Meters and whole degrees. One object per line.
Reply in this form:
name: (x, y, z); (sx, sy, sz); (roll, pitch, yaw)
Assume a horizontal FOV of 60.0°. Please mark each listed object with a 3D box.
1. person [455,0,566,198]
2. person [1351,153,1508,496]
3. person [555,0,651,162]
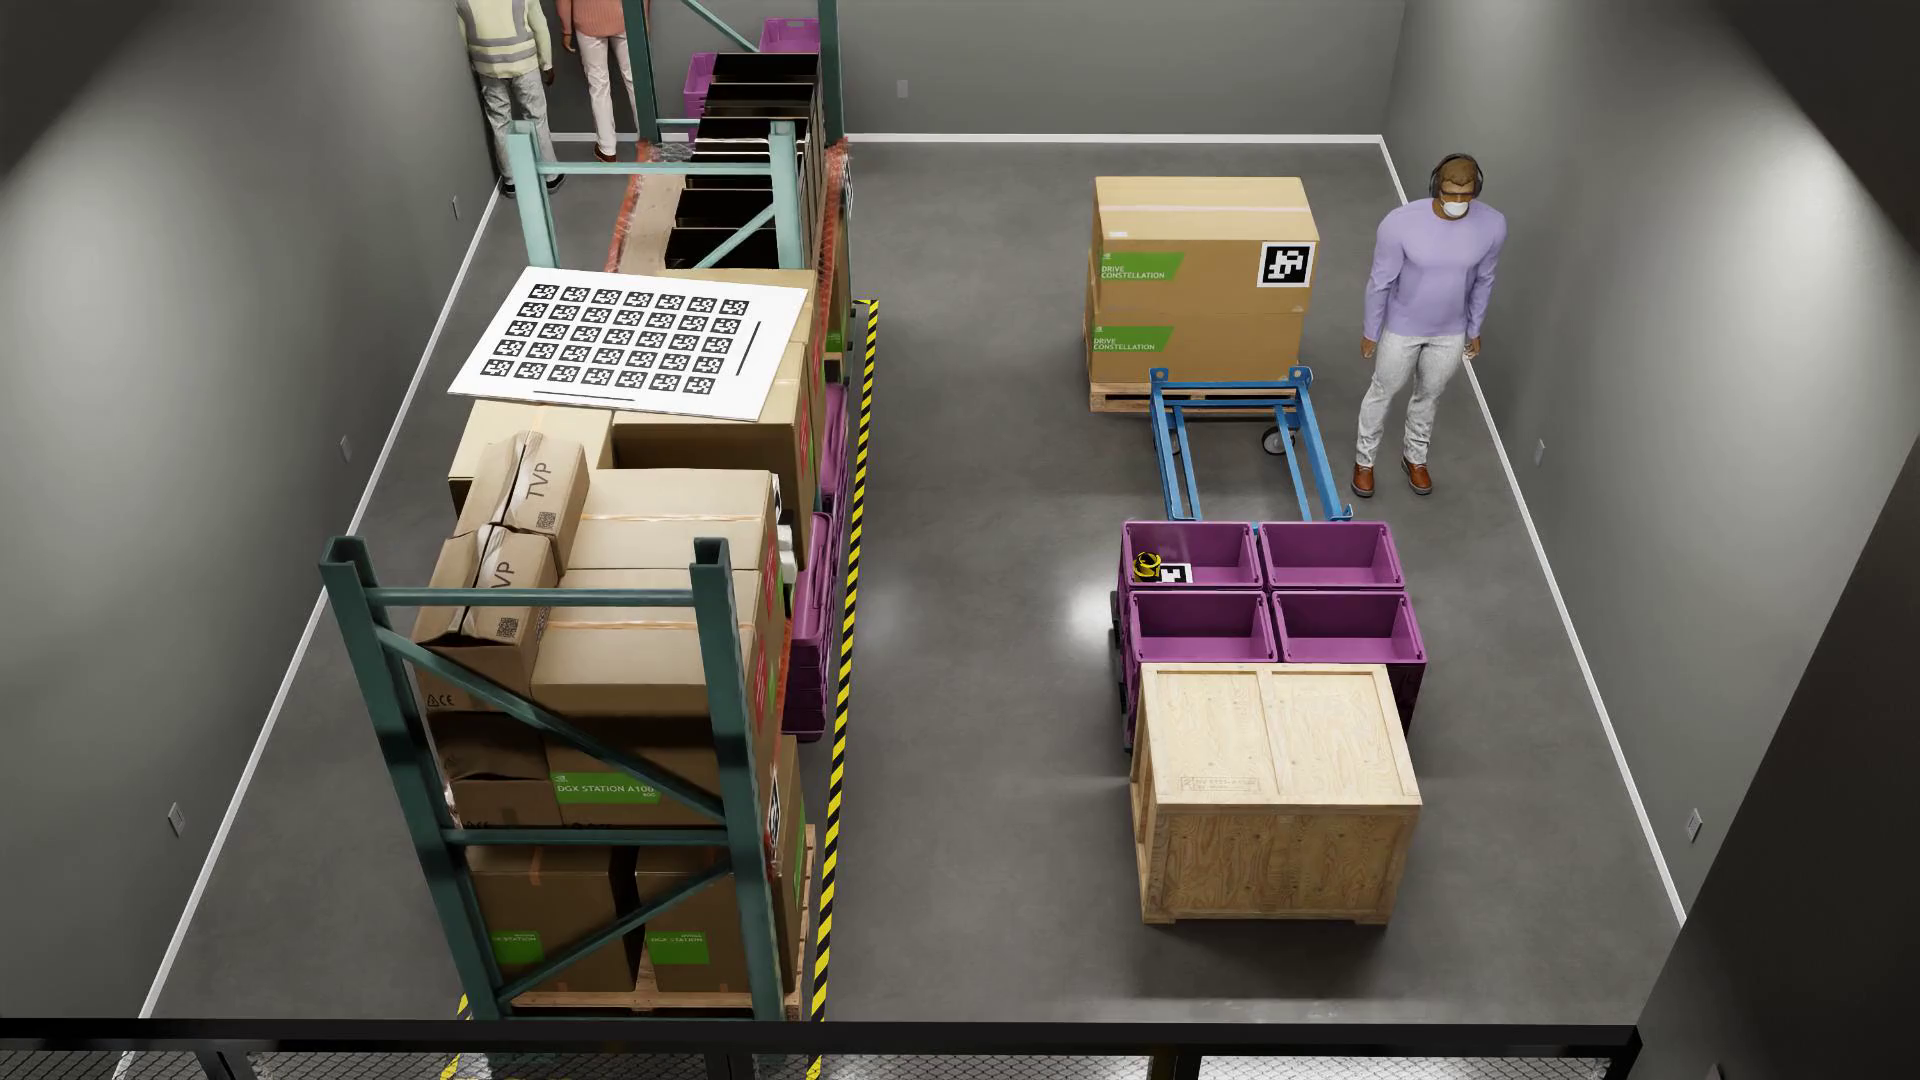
person: (-2.921, -3.084, 10.719); (0.598, 1.818, 0.403); (-5, 41, -6)
person: (2.317, -1.057, 8.321); (0.635, 1.934, 0.359); (-2, 41, -2)
person: (-2.352, -3.440, 10.995); (0.623, 1.992, 0.397); (-16, 44, -18)
